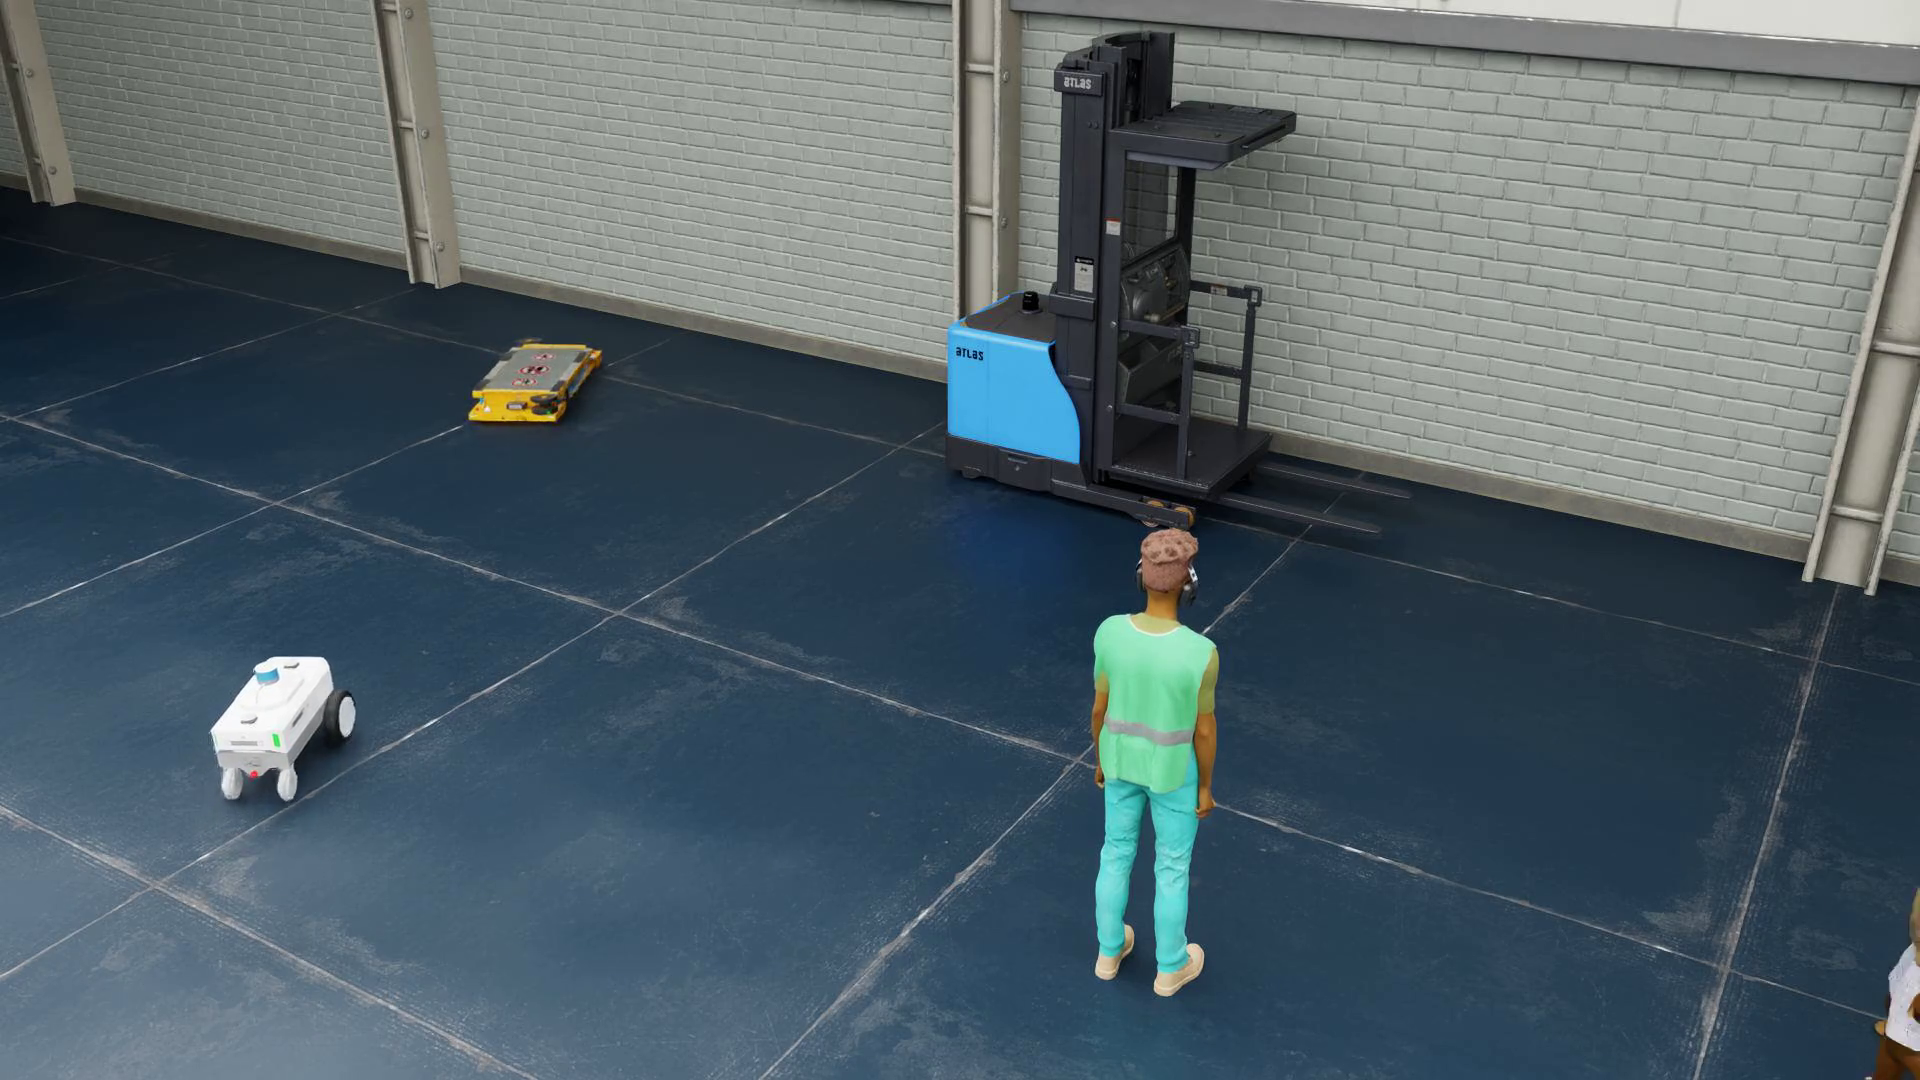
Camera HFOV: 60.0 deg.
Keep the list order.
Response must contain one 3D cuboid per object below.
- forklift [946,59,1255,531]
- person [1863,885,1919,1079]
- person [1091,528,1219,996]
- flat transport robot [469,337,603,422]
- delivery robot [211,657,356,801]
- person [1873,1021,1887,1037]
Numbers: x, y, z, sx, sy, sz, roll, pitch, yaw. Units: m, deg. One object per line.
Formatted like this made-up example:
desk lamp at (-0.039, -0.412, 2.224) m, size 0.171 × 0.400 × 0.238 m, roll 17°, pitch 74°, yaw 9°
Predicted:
forklift at (0.933, -1.707, 10.833) m, size 1.873 × 2.768 × 1.129 m, roll 15°, pitch 29°, yaw 28°
person at (3.376, 1.398, 5.577) m, size 0.641 × 1.746 × 0.551 m, roll 19°, pitch 31°, yaw 35°
person at (0.738, 0.880, 6.399) m, size 0.492 × 1.977 × 0.390 m, roll 12°, pitch 28°, yaw 24°
flat transport robot at (-3.269, -1.244, 12.889) m, size 0.659 × 0.231 × 1.431 m, roll 1°, pitch 25°, yaw 3°
delivery robot at (-3.317, 0.869, 8.102) m, size 0.499 × 0.608 × 0.793 m, roll 1°, pitch 25°, yaw 1°
person at (3.689, 1.166, 5.892) m, size 0.378 × 1.895 × 0.563 m, roll 4°, pitch 26°, yaw 8°
